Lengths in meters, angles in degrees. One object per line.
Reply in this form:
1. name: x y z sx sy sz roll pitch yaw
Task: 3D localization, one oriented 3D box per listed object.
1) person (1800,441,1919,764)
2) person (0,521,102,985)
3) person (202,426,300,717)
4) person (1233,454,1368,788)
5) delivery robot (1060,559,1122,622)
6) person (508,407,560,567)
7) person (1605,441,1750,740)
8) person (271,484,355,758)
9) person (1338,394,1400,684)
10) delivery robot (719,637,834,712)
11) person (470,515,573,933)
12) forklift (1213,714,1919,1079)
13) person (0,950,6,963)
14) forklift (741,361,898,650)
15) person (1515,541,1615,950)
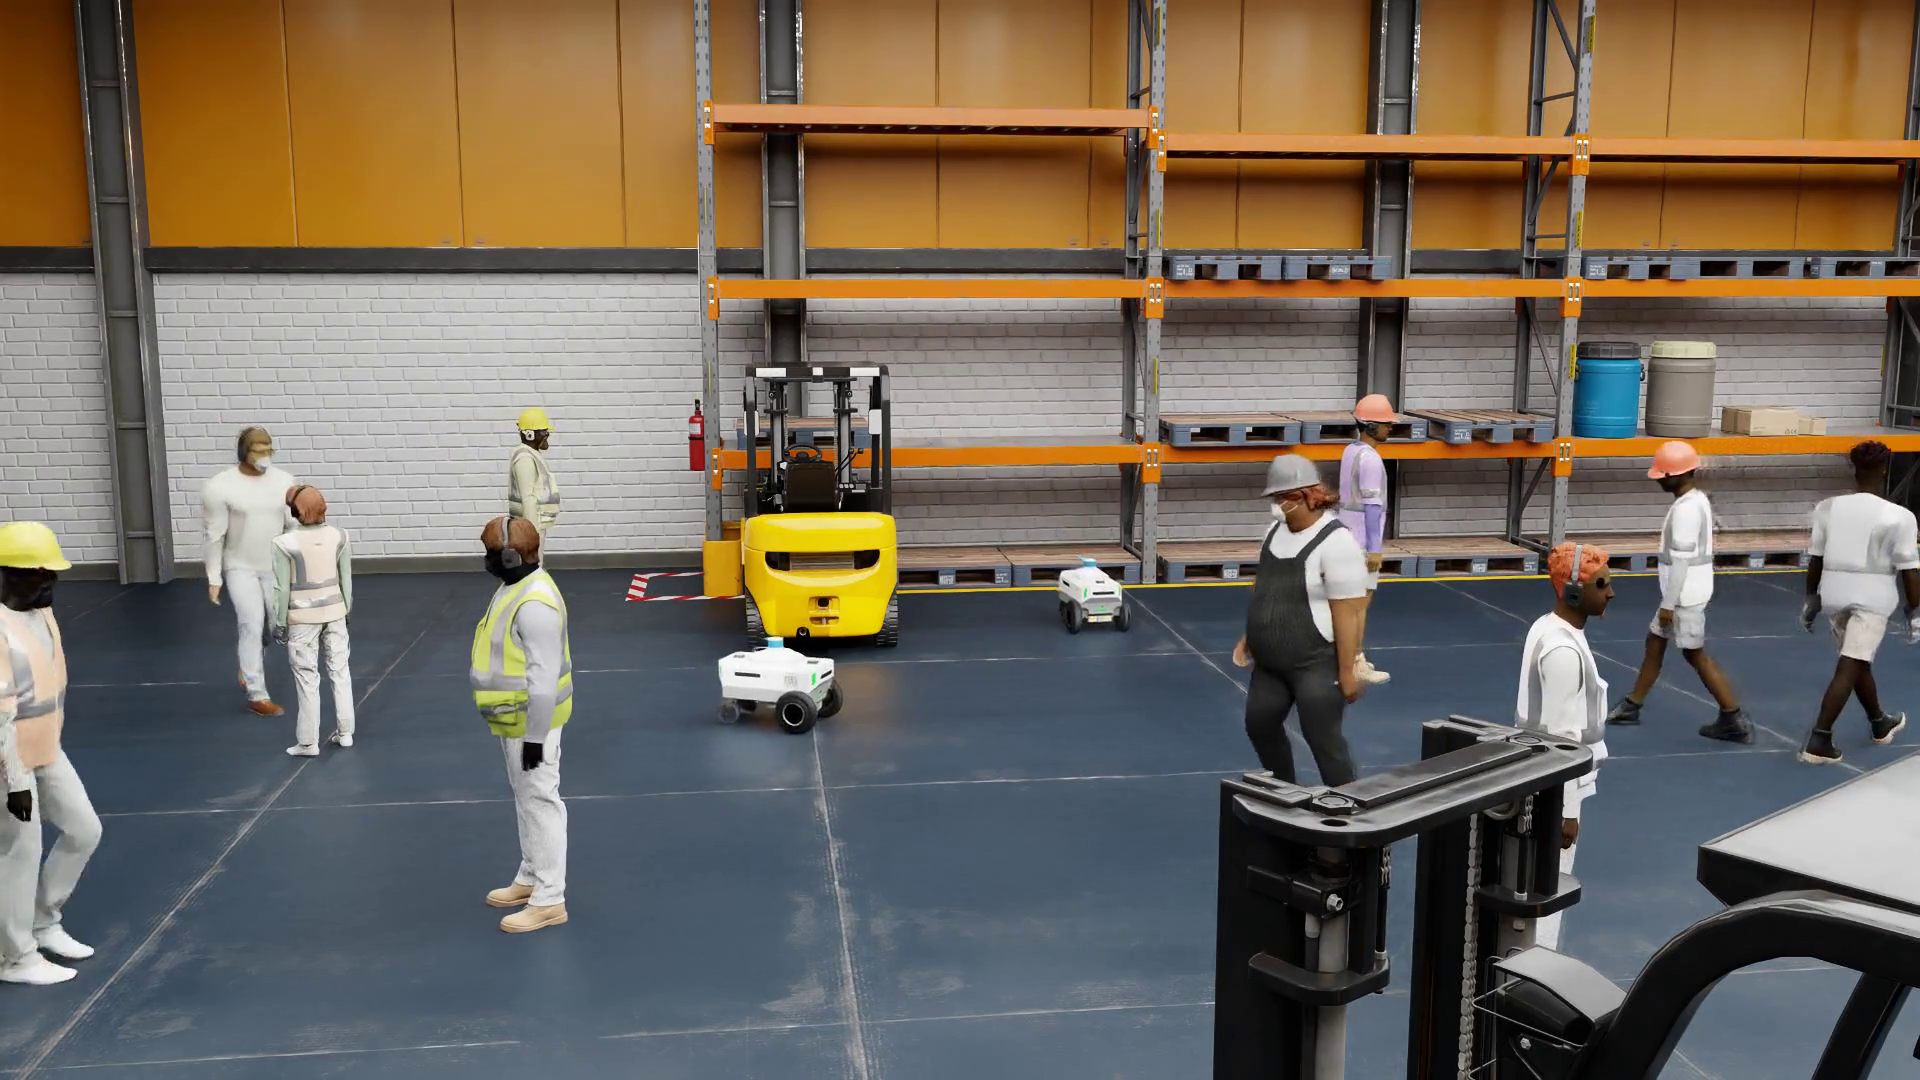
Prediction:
1. person: 5.399 0.365 9.885 1.062 1.896 0.644 -5 10 -29
2. person: -3.744 0.867 6.716 0.433 1.909 0.609 -1 9 -4
3. person: -4.700 0.182 10.999 0.723 1.912 0.660 8 12 40
4. person: 1.708 0.539 8.357 0.537 2.000 0.702 -4 10 -22
5. delivery robot: 1.060 0.399 13.562 0.477 0.478 0.707 -2 9 -13
6. person: -3.394 -0.147 13.290 0.403 1.830 0.601 -2 9 -13
7. person: 4.507 0.311 10.327 0.931 1.875 0.618 4 10 26
8. person: -3.861 0.481 9.956 0.308 1.644 0.516 7 11 37
9. person: 2.880 -0.012 11.789 0.396 2.042 0.611 0 9 -3
10. delivery robot: -1.180 0.864 10.657 0.707 0.478 0.477 3 10 19
11. person: -1.936 0.800 7.363 0.430 1.840 0.619 -4 10 -22
12. forklift: 1.441 1.425 2.350 1.214 2.155 2.313 -7 12 -39
13. person: -4.073 0.883 6.787 0.391 1.875 0.629 1 9 9
14. forklift: -1.154 -0.340 13.365 1.214 2.155 2.313 -1 9 -7
15. person: 2.280 0.938 6.352 0.337 1.882 0.584 2 9 14
